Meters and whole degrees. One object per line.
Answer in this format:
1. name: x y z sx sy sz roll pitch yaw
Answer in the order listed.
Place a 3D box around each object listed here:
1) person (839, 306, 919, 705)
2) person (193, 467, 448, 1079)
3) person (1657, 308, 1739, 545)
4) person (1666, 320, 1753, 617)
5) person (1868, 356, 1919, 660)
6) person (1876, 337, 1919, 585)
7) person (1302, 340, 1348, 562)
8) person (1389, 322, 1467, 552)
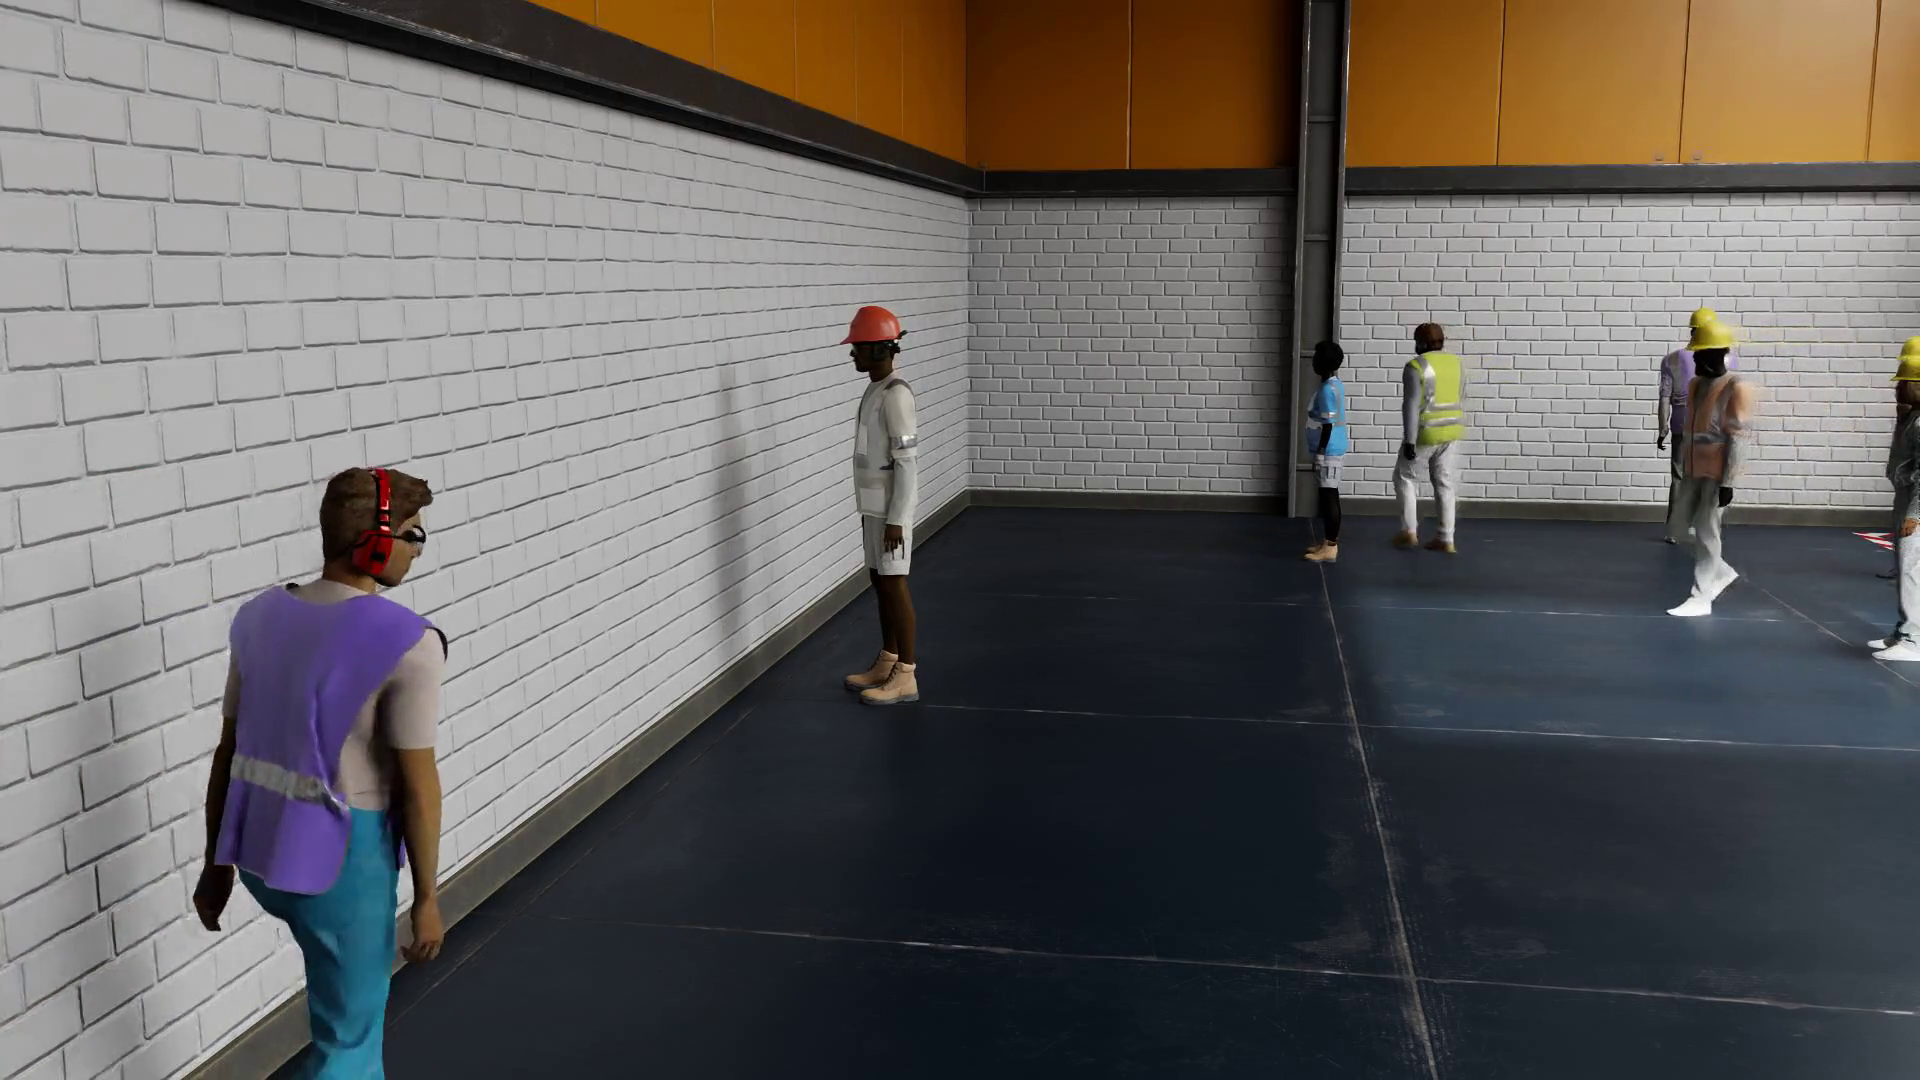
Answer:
1. person: -0.420 -0.175 8.564 0.388 2.041 0.615 -3 10 -16
2. person: -1.442 0.740 3.661 0.641 1.802 0.765 6 11 31
3. person: 5.963 -0.911 13.487 0.589 1.927 0.386 4 10 24
4. person: 4.823 -0.447 10.668 0.463 1.912 0.585 -2 9 -11
5. person: 5.418 -0.178 9.523 0.311 1.743 0.509 4 10 25
6. person: 6.741 -0.550 11.788 0.341 1.760 0.558 1 9 6
7. person: 2.802 -0.676 12.741 0.321 1.697 0.530 3 10 19
8. person: 3.691 -0.817 13.239 0.667 1.820 0.641 -5 10 -29
